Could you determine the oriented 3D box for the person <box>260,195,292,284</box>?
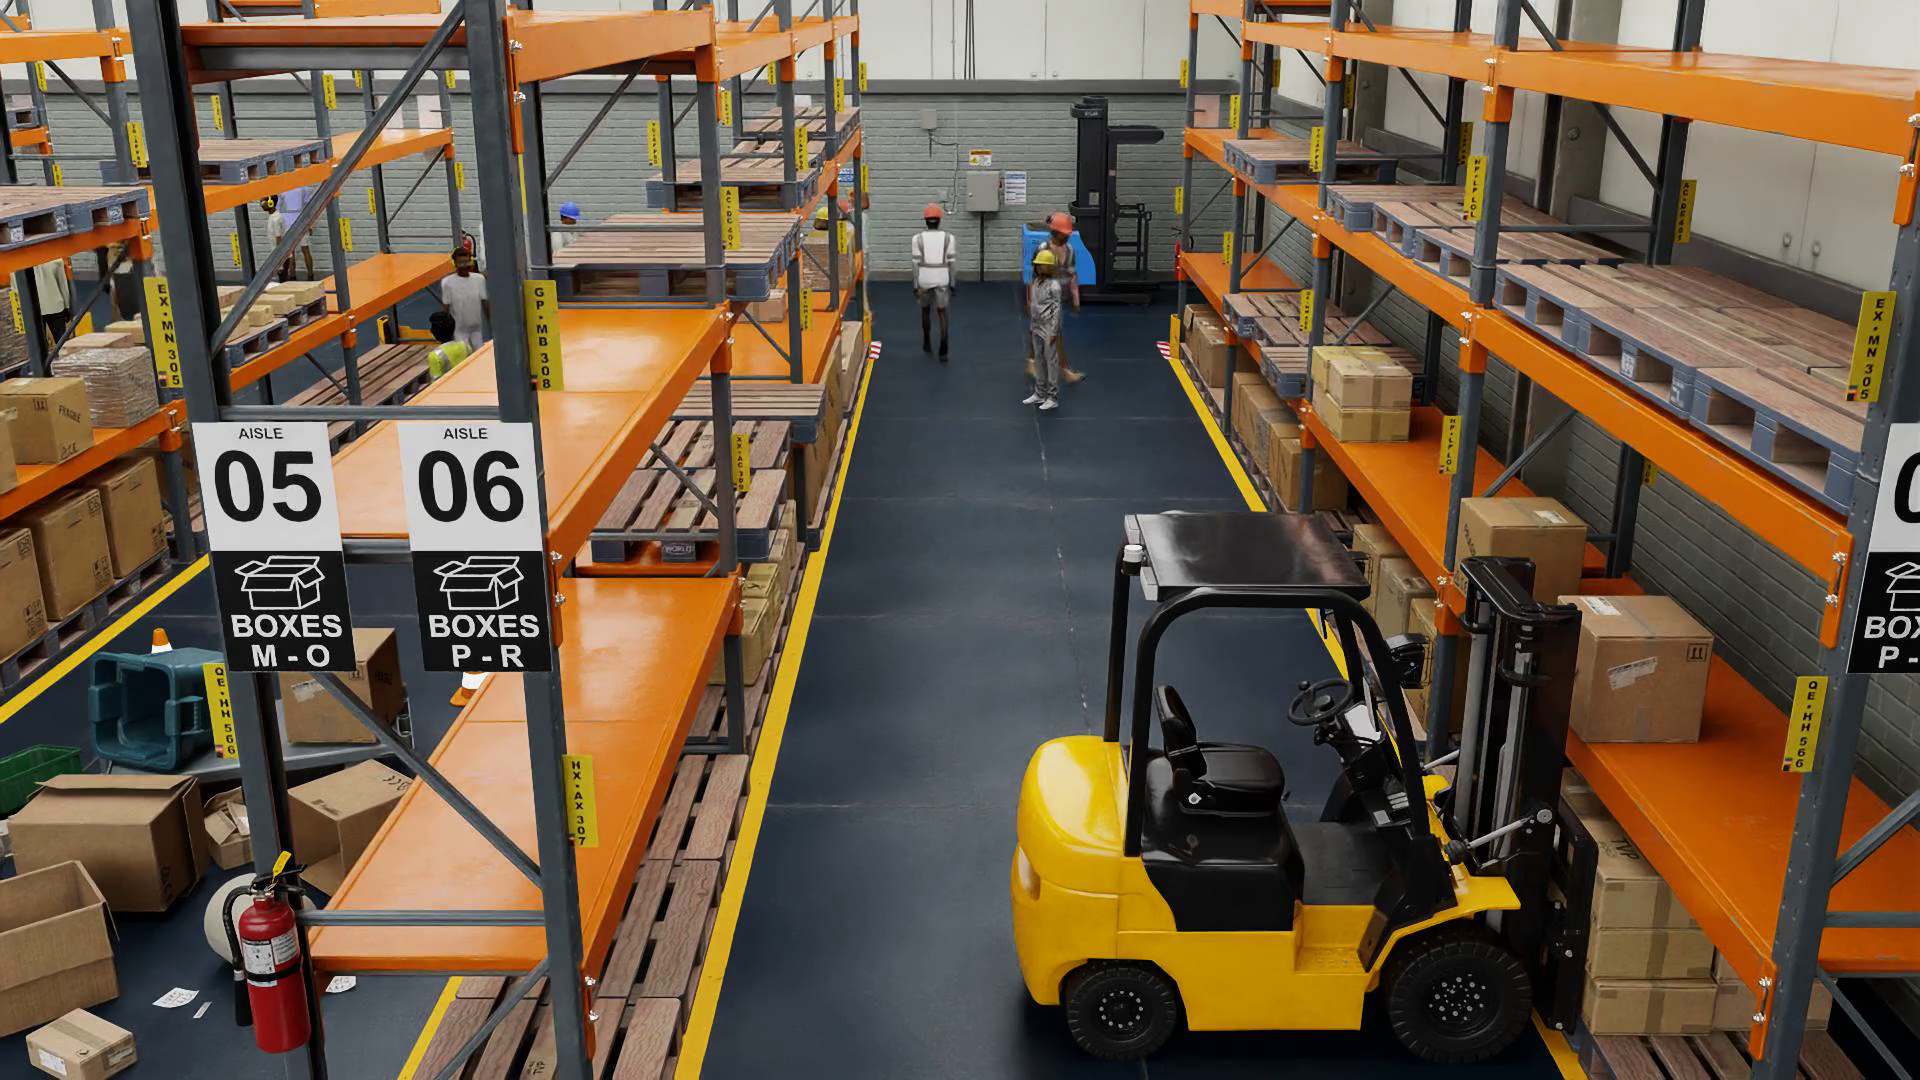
[{"bbox_3d":[-9.281,-3.830,22.683,0.326,1.861,0.499,-8,20,-24],"label":"person"}]

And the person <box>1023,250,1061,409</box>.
[{"bbox_3d":[0.917,-2.314,18.268,0.293,1.746,0.483,-10,21,-29],"label":"person"}]

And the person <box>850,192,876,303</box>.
[{"bbox_3d":[-1.454,-4.301,24.463,0.294,1.625,0.513,-10,21,-27],"label":"person"}]

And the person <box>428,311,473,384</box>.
[{"bbox_3d":[-4.595,-1.238,15.102,0.320,1.695,0.534,8,20,22],"label":"person"}]

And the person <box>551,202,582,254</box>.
[{"bbox_3d":[-4.868,-3.242,20.776,0.410,1.936,0.603,3,18,8],"label":"person"}]

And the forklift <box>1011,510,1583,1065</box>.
[{"bbox_3d":[1.387,1.055,7.378,2.313,2.155,1.214,0,18,0],"label":"forklift"}]

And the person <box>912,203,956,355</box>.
[{"bbox_3d":[-0.323,-3.254,20.873,0.549,1.902,0.779,-2,18,-6],"label":"person"}]

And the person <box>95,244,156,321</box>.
[{"bbox_3d":[-10.717,-3.384,21.435,0.959,1.792,0.635,10,21,27],"label":"person"}]

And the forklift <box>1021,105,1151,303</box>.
[{"bbox_3d":[1.857,-4.944,24.441,1.873,2.768,1.129,0,18,0],"label":"forklift"}]

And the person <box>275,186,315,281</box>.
[{"bbox_3d":[-10.321,-4.895,25.786,0.542,1.929,0.381,-12,22,-32],"label":"person"}]

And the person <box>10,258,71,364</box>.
[{"bbox_3d":[-10.340,-2.597,18.740,0.389,1.990,0.610,15,23,38],"label":"person"}]

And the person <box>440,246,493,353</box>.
[{"bbox_3d":[-5.260,-2.221,17.807,0.540,1.863,0.315,-15,24,-38],"label":"person"}]

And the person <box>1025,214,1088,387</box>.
[{"bbox_3d":[1.139,-2.782,19.317,0.626,1.972,1.083,-17,24,-41],"label":"person"}]
